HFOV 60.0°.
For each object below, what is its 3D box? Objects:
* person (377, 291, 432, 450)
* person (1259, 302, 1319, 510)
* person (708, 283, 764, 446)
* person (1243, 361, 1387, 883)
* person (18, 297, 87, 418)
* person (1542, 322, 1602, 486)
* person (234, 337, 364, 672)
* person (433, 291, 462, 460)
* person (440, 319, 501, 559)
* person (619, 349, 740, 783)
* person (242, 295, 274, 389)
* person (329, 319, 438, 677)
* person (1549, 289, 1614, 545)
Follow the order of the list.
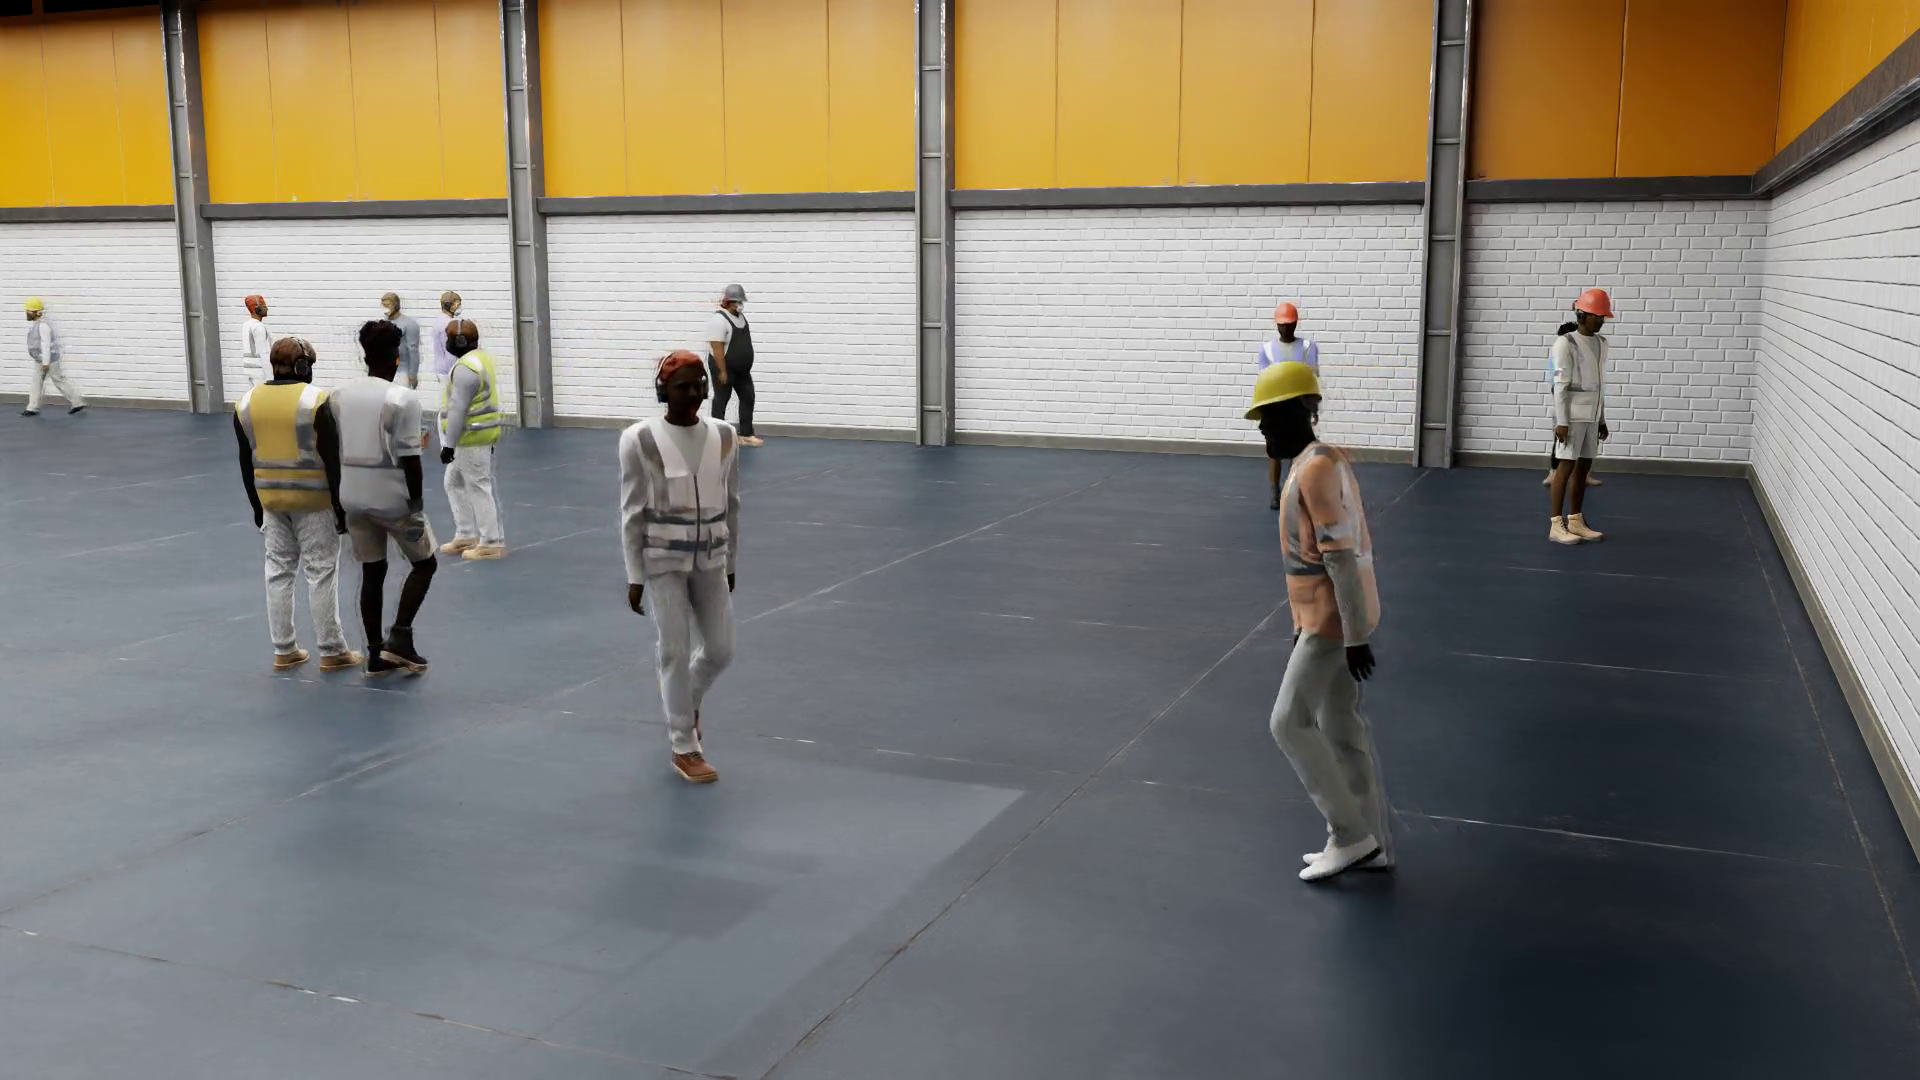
[{"bbox_3d":[-6.556,-1.939,19.458,0.627,1.925,0.490,5,10,26],"label":"person"},{"bbox_3d":[3.042,-1.261,15.437,0.555,1.903,0.950,2,10,10],"label":"person"},{"bbox_3d":[-2.725,-2.111,20.135,0.745,2.000,0.716,4,10,24],"label":"person"},{"bbox_3d":[1.302,0.298,6.052,0.614,1.867,0.627,2,10,15],"label":"person"},{"bbox_3d":[-13.422,-2.690,24.492,0.895,1.771,0.630,-9,13,-44],"label":"person"},{"bbox_3d":[6.204,-1.351,16.680,0.646,1.662,0.317,-2,10,-10],"label":"person"},{"bbox_3d":[-3.604,-0.188,9.105,0.621,1.837,0.429,2,10,13],"label":"person"},{"bbox_3d":[-5.833,-1.878,19.048,0.370,1.934,0.627,-4,10,-24],"label":"person"},{"bbox_3d":[-3.782,-0.747,12.549,0.633,1.824,0.629,-1,9,-8],"label":"person"},{"bbox_3d":[-1.218,0.104,7.235,0.580,1.868,0.511,-6,11,-33],"label":"person"},{"bbox_3d":[-8.156,-1.914,19.415,0.355,1.885,0.575,-8,12,-41],"label":"person"},{"bbox_3d":[-3.096,-0.216,8.974,0.605,1.938,0.423,3,10,19],"label":"person"},{"bbox_3d":[4.996,-0.985,13.327,0.606,2.037,0.382,-7,11,-35],"label":"person"}]
